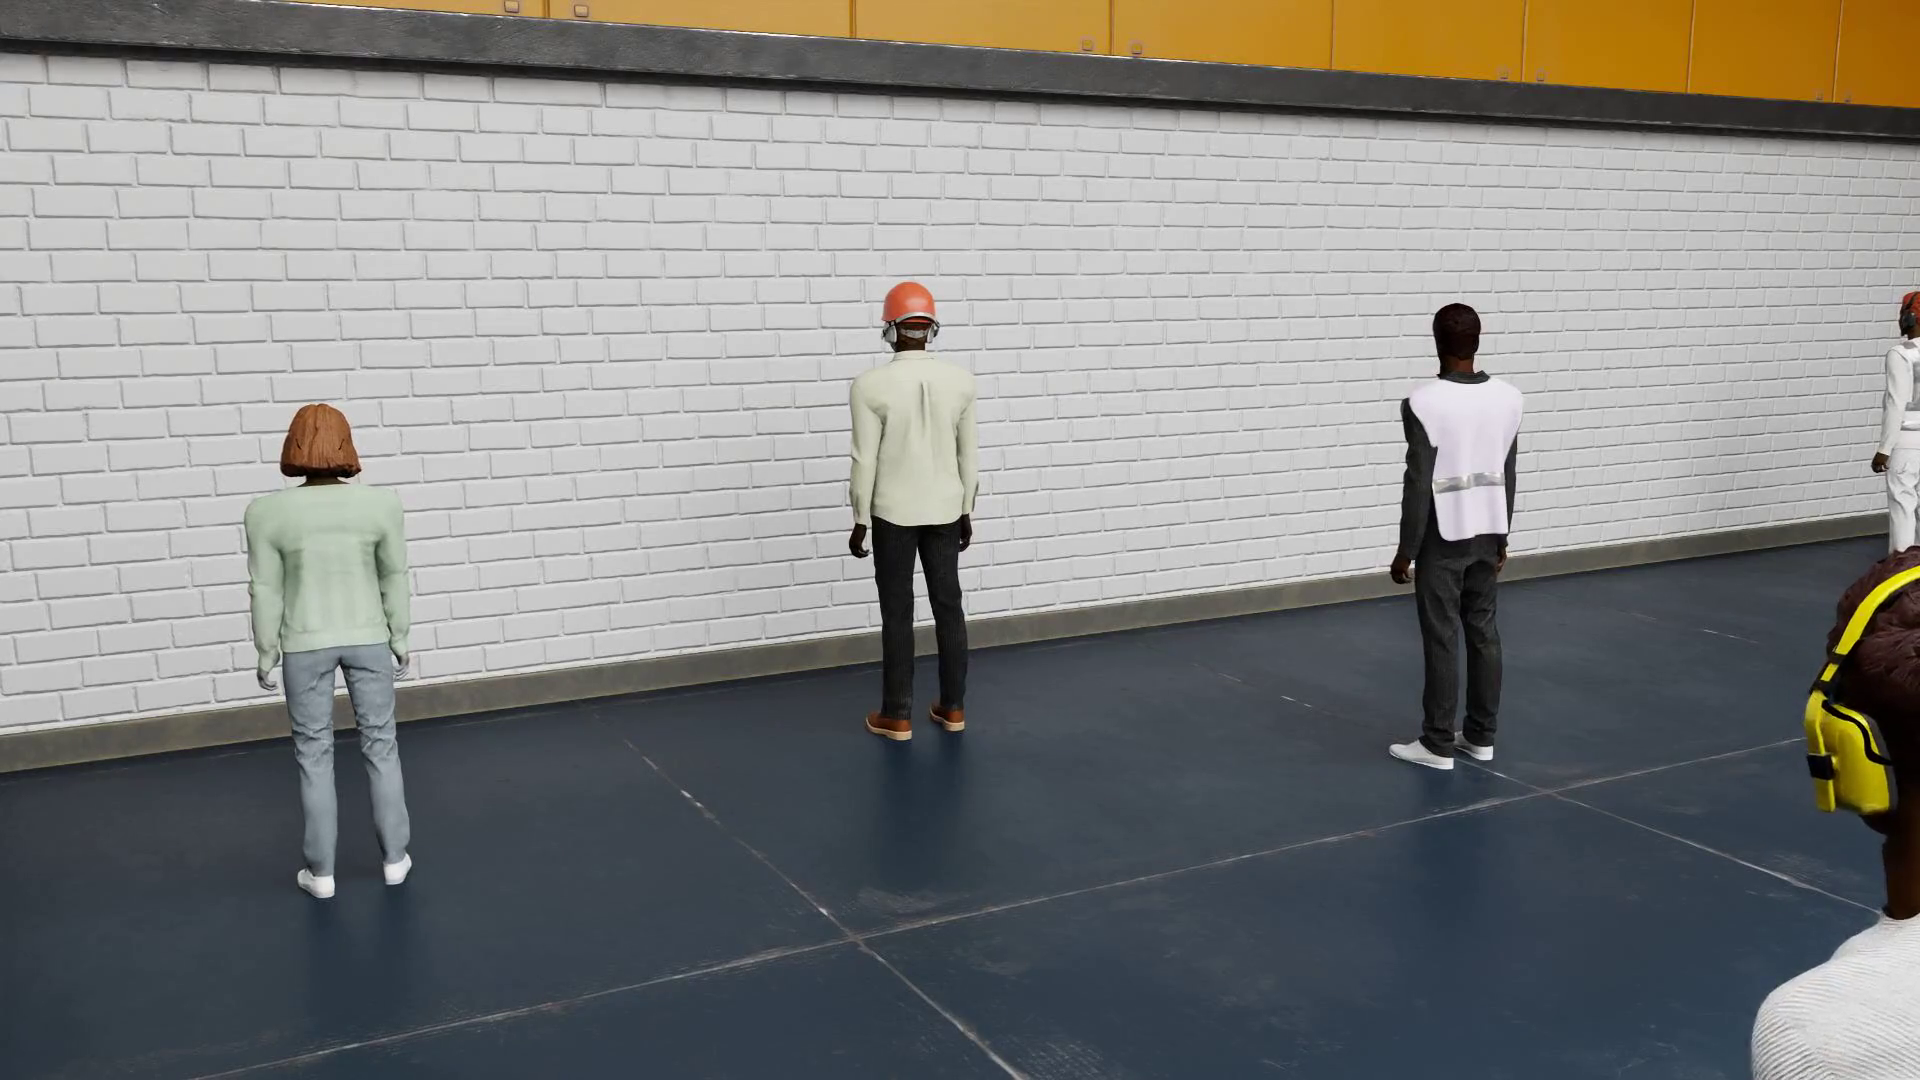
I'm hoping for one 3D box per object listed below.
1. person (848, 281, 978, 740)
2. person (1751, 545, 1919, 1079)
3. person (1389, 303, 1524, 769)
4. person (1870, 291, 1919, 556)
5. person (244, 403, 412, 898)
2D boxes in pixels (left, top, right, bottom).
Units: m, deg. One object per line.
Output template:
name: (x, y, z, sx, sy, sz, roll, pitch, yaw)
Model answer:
person: (-0.212, -0.123, 7.285, 0.612, 1.994, 0.394, -5, 11, -26)
person: (0.872, 0.936, 1.565, 0.513, 1.866, 0.331, -5, 11, -26)
person: (2.043, -0.007, 6.845, 0.590, 1.917, 0.395, -5, 11, -26)
person: (5.886, -0.591, 10.301, 0.574, 1.882, 0.358, -5, 11, -26)
person: (-2.072, 0.367, 5.501, 0.501, 1.633, 0.282, -5, 11, -26)
